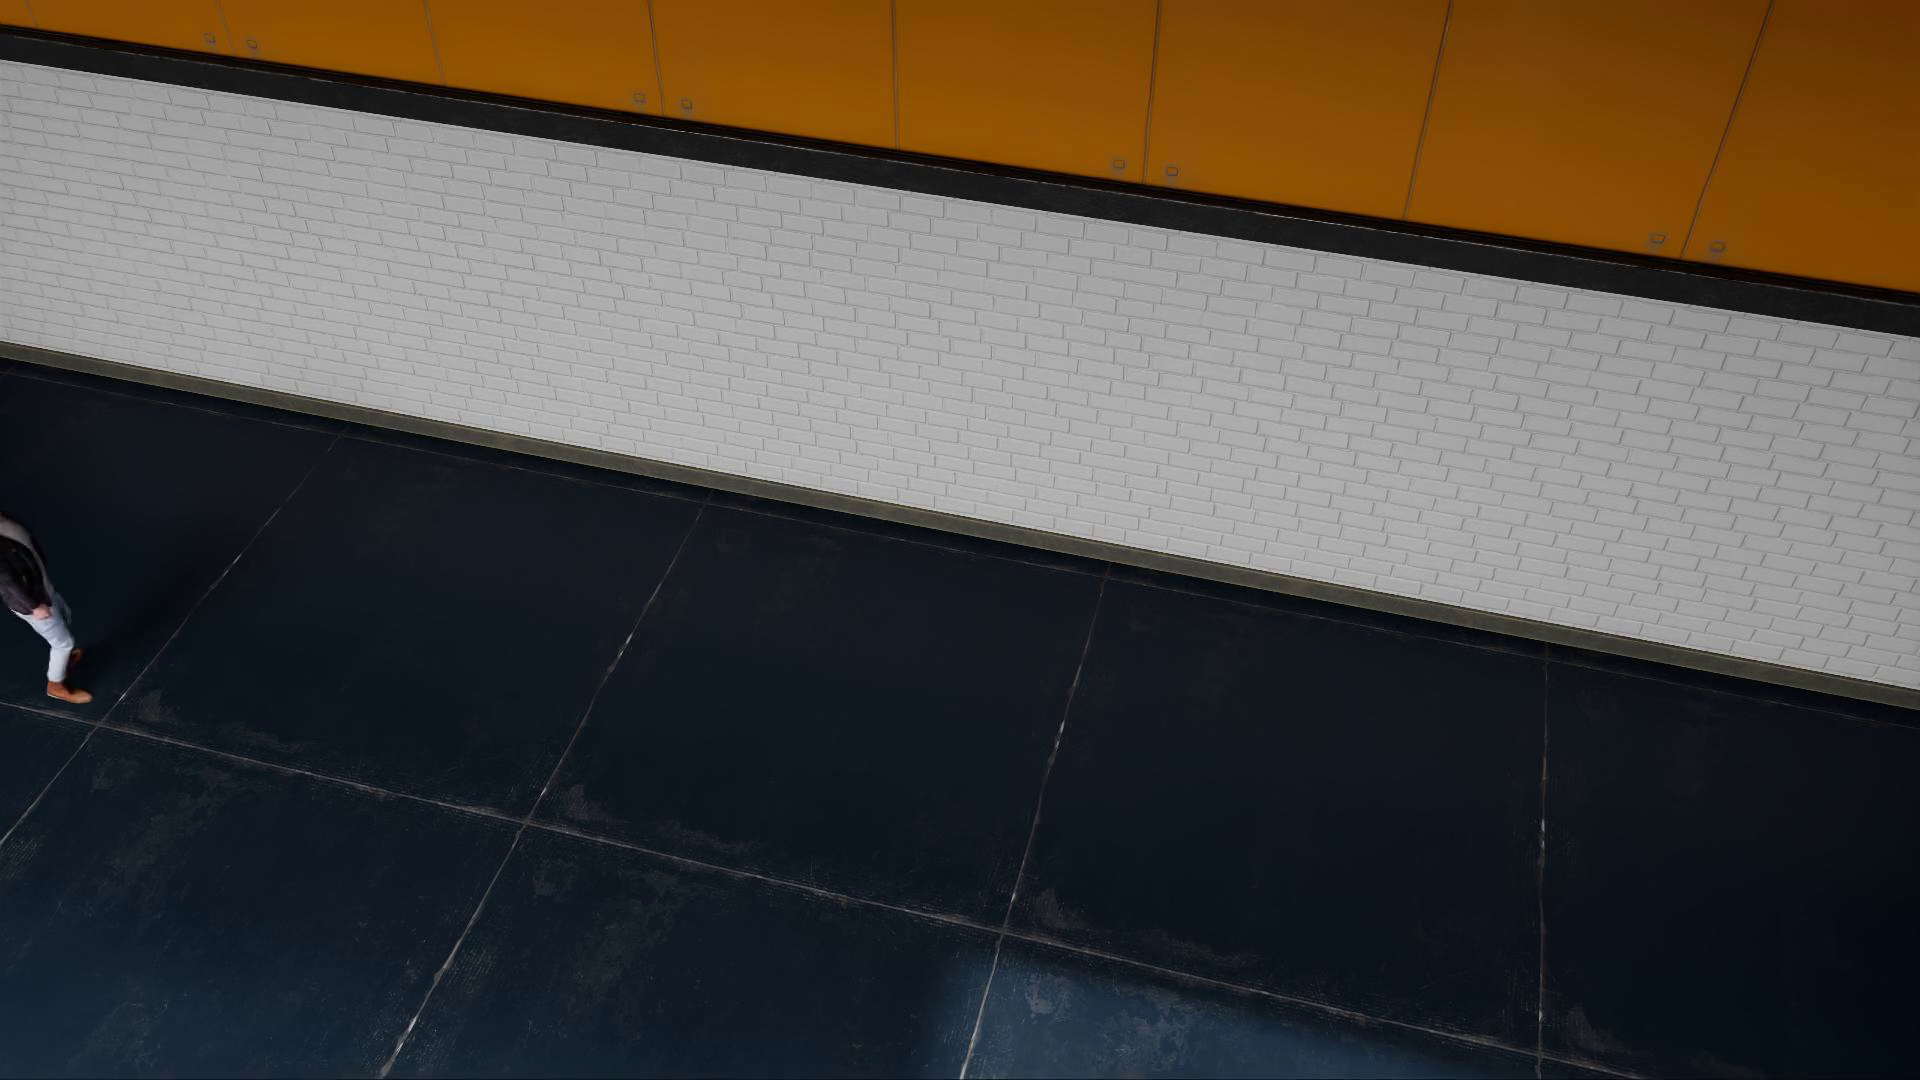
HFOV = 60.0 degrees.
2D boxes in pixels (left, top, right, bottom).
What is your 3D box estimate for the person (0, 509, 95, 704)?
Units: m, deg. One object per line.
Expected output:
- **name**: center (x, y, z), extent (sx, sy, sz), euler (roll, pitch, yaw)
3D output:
- **person**: center (-5.761, 0.313, 10.300), extent (0.919, 1.828, 0.839), euler (-28, 50, -26)
